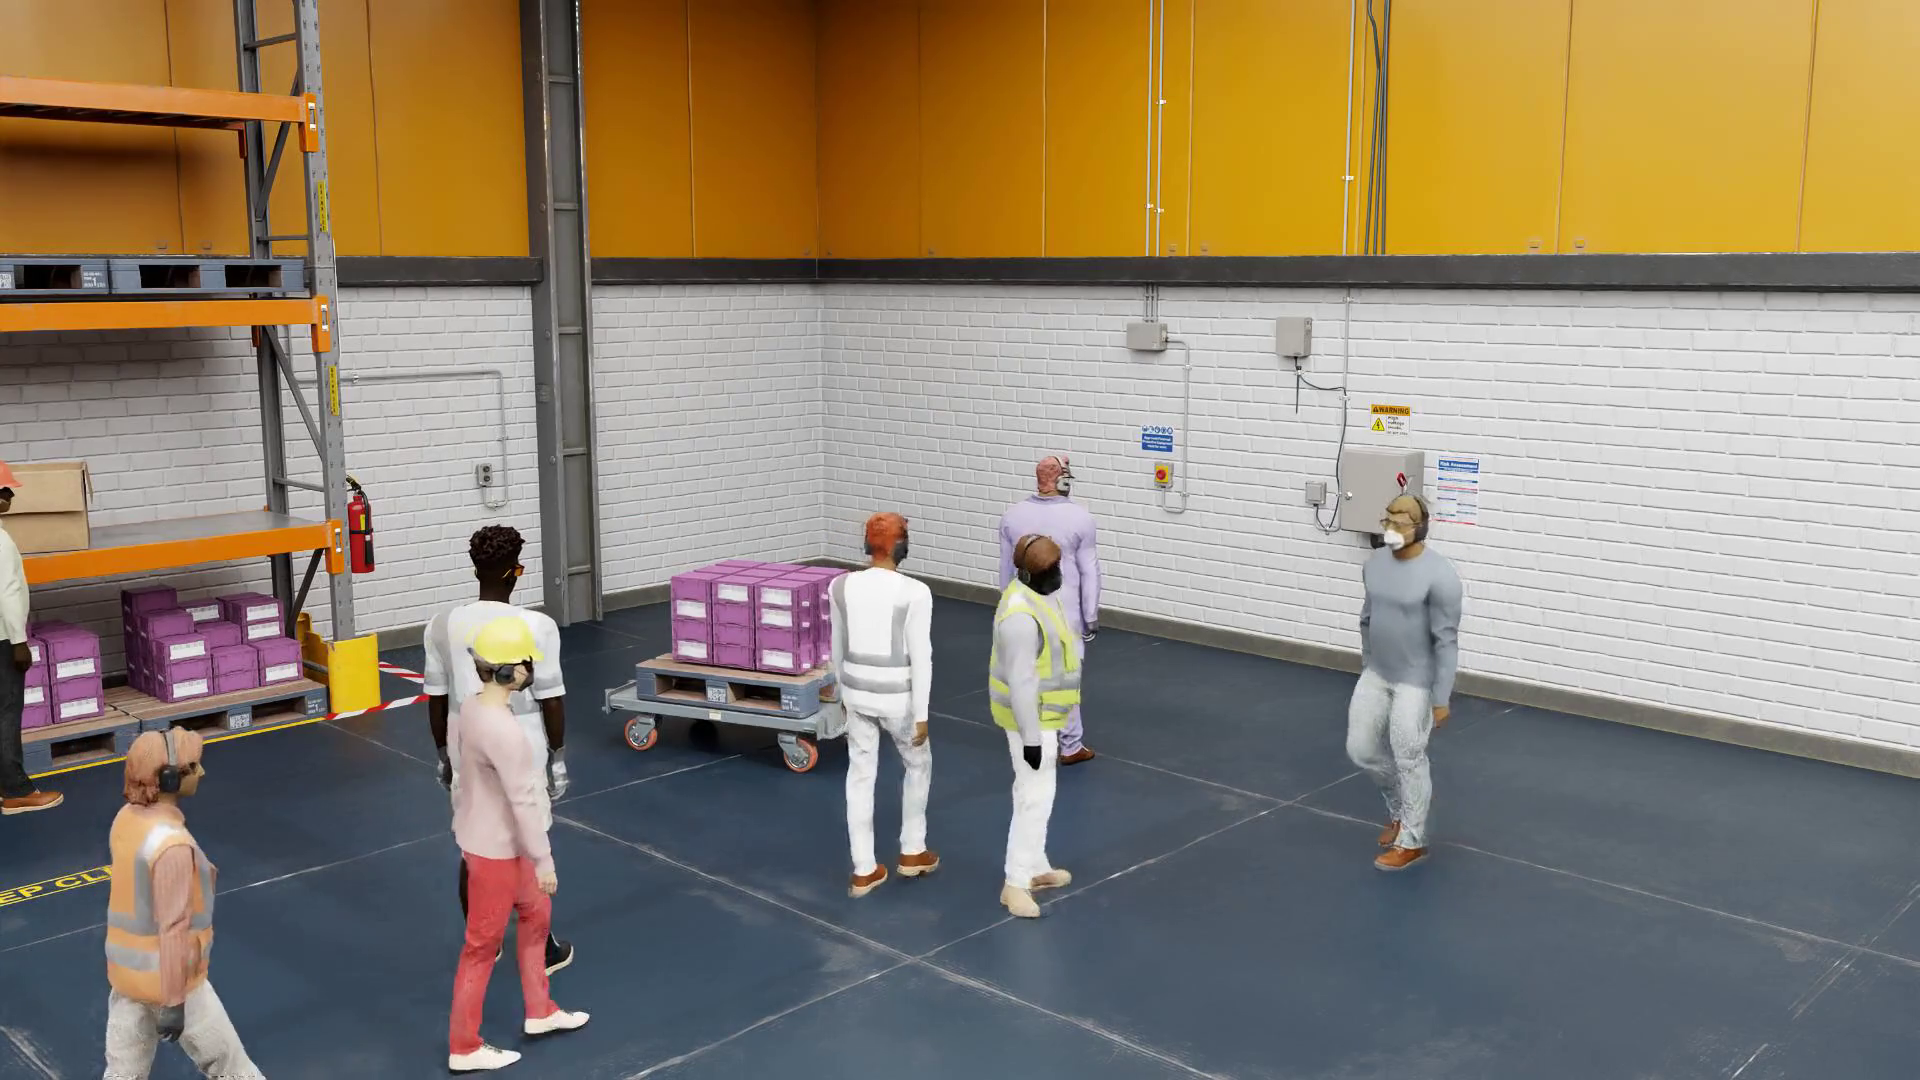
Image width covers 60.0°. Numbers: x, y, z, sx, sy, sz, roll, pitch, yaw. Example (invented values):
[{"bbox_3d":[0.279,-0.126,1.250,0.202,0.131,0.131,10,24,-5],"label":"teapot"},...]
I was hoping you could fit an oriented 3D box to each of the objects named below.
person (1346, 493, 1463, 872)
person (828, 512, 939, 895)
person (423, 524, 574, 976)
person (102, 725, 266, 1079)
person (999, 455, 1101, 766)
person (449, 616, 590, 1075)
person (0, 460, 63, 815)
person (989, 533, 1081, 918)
[{"bbox_3d":[2.209,0.719,8.351,0.423,1.927,0.645,-5,11,-29],"label":"person"},{"bbox_3d":[-0.351,0.778,8.191,0.587,1.865,0.677,4,10,22],"label":"person"},{"bbox_3d":[-1.960,0.906,7.097,0.609,1.964,0.367,1,9,9],"label":"person"},{"bbox_3d":[-2.448,1.374,5.341,0.864,1.592,0.524,-9,13,-44],"label":"person"},{"bbox_3d":[0.567,0.427,10.228,0.645,1.905,0.400,5,10,26],"label":"person"},{"bbox_3d":[-1.656,1.144,6.312,0.723,1.737,0.544,-5,11,-29],"label":"person"},{"bbox_3d":[-5.382,0.530,9.309,0.608,1.996,0.382,7,12,37],"label":"person"},{"bbox_3d":[0.357,0.855,7.899,0.430,1.817,0.686,1,9,7],"label":"person"}]
